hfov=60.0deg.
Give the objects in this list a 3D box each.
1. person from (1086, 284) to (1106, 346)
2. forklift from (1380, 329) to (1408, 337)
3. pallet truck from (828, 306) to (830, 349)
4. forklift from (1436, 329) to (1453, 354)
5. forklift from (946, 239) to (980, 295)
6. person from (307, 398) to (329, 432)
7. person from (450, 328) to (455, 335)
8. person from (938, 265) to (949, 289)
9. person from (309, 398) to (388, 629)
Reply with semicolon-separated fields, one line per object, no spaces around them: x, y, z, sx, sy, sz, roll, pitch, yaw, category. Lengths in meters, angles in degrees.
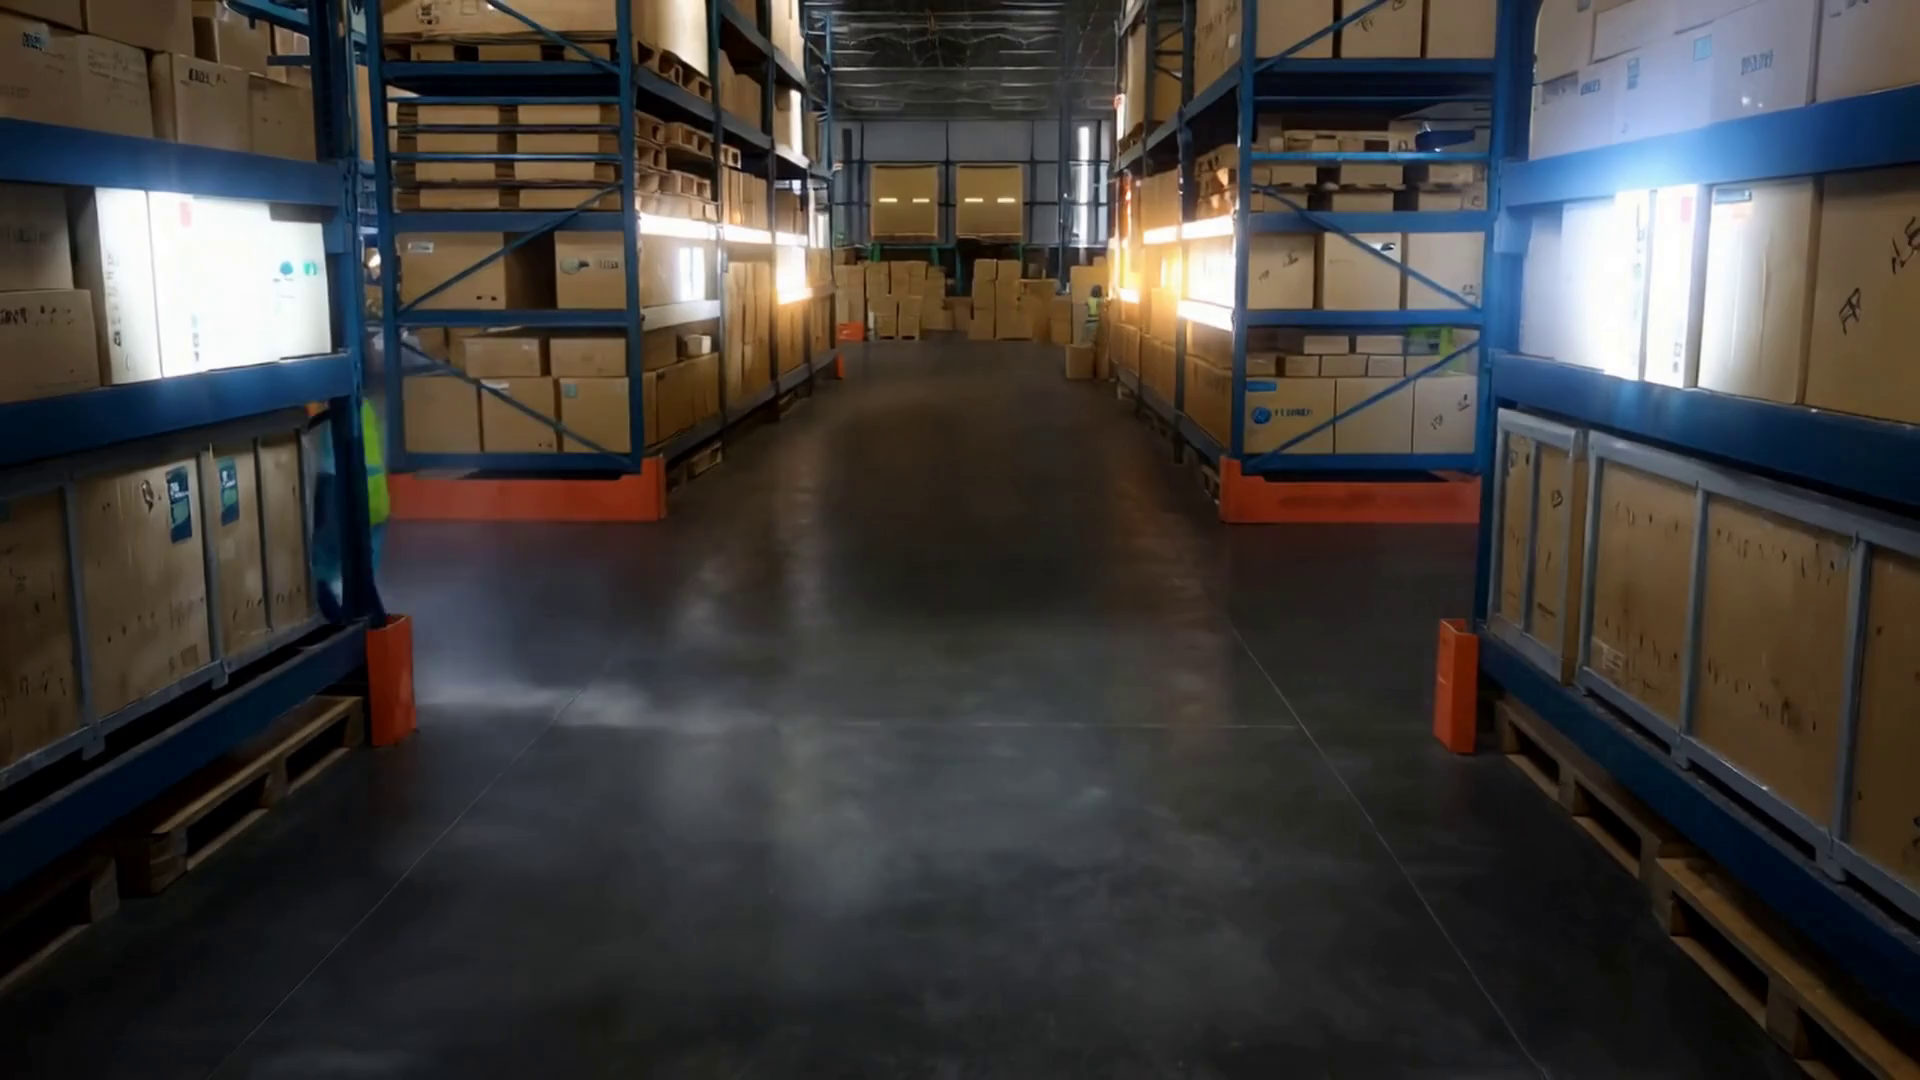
2.520;-4.051;31.579;0.601;1.618;0.546;-8;13;-41;person
6.747;-3.741;25.970;1.873;2.768;1.129;1;9;3;forklift
-3.100;-3.940;29.800;1.885;1.965;0.823;3;10;19;pallet truck
10.972;-5.293;35.269;1.129;2.768;1.873;0;9;1;forklift
0.254;-8.962;57.245;1.873;2.768;1.129;8;12;40;forklift
-6.777;-1.707;17.614;0.496;1.602;0.815;-1;10;-4;person
-14.170;-6.631;46.289;0.621;1.865;0.983;0;9;2;person
-0.627;-8.886;59.623;0.362;1.934;0.543;5;11;29;person
-2.900;-0.113;7.811;0.376;1.679;0.535;1;10;5;person
